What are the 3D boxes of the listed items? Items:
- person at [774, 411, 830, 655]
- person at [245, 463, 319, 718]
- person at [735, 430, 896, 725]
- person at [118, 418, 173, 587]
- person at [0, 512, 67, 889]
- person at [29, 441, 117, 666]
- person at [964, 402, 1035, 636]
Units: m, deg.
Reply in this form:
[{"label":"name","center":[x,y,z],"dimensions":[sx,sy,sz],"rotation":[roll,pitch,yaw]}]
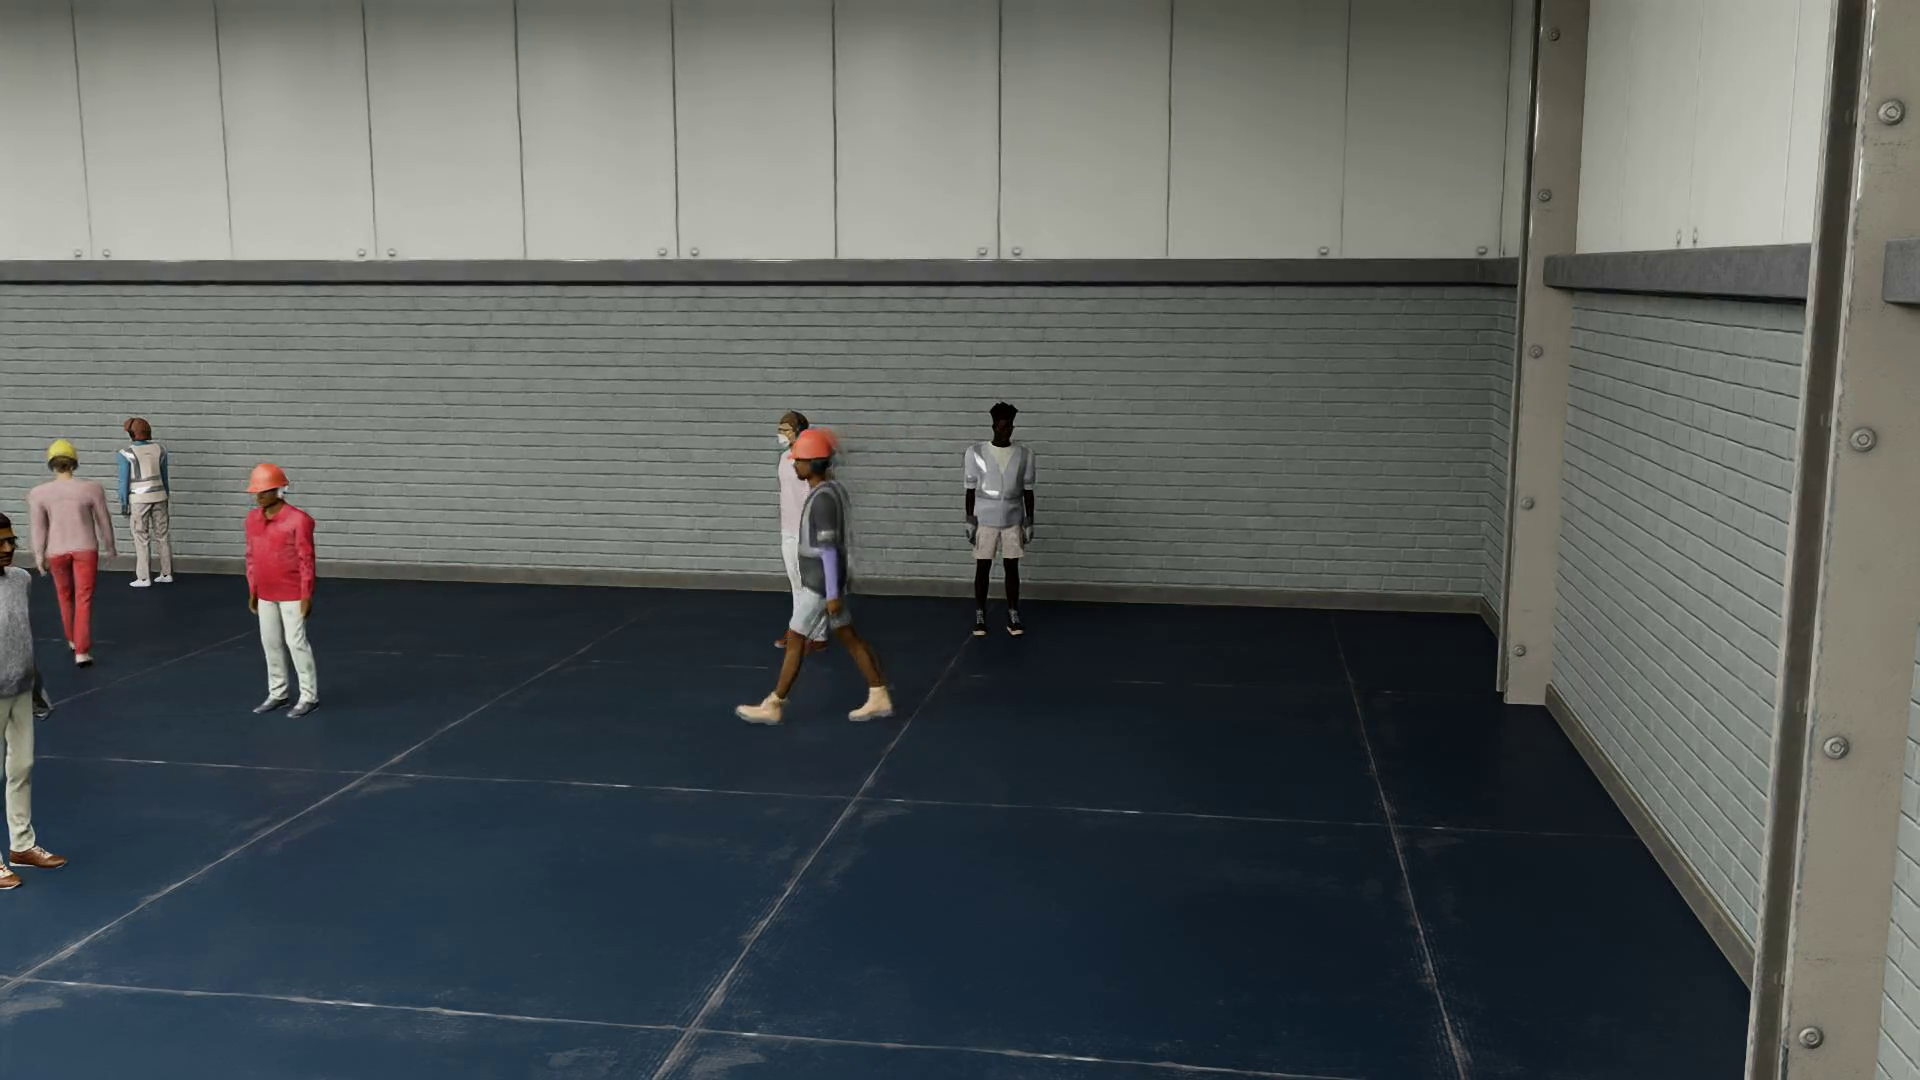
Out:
[{"label":"person","center":[-1.261,-0.061,13.218],"dimensions":[0.383,1.934,0.633],"rotation":[-6,11,-31]},{"label":"person","center":[-4.635,0.341,11.317],"dimensions":[0.579,1.739,0.358],"rotation":[4,10,22]},{"label":"person","center":[-0.936,0.259,11.067],"dimensions":[1.079,1.989,0.626],"rotation":[0,9,-2]},{"label":"person","center":[-7.830,-0.361,15.993],"dimensions":[0.316,1.629,0.507],"rotation":[6,11,31]},{"label":"person","center":[-4.738,0.773,8.256],"dimensions":[0.312,1.869,0.538],"rotation":[2,9,13]},{"label":"person","center":[-6.893,0.092,12.935],"dimensions":[0.538,1.718,0.925],"rotation":[-3,10,-16]},{"label":"person","center":[0.331,-0.173,13.831],"dimensions":[0.602,1.960,0.373],"rotation":[-1,9,-8]}]
